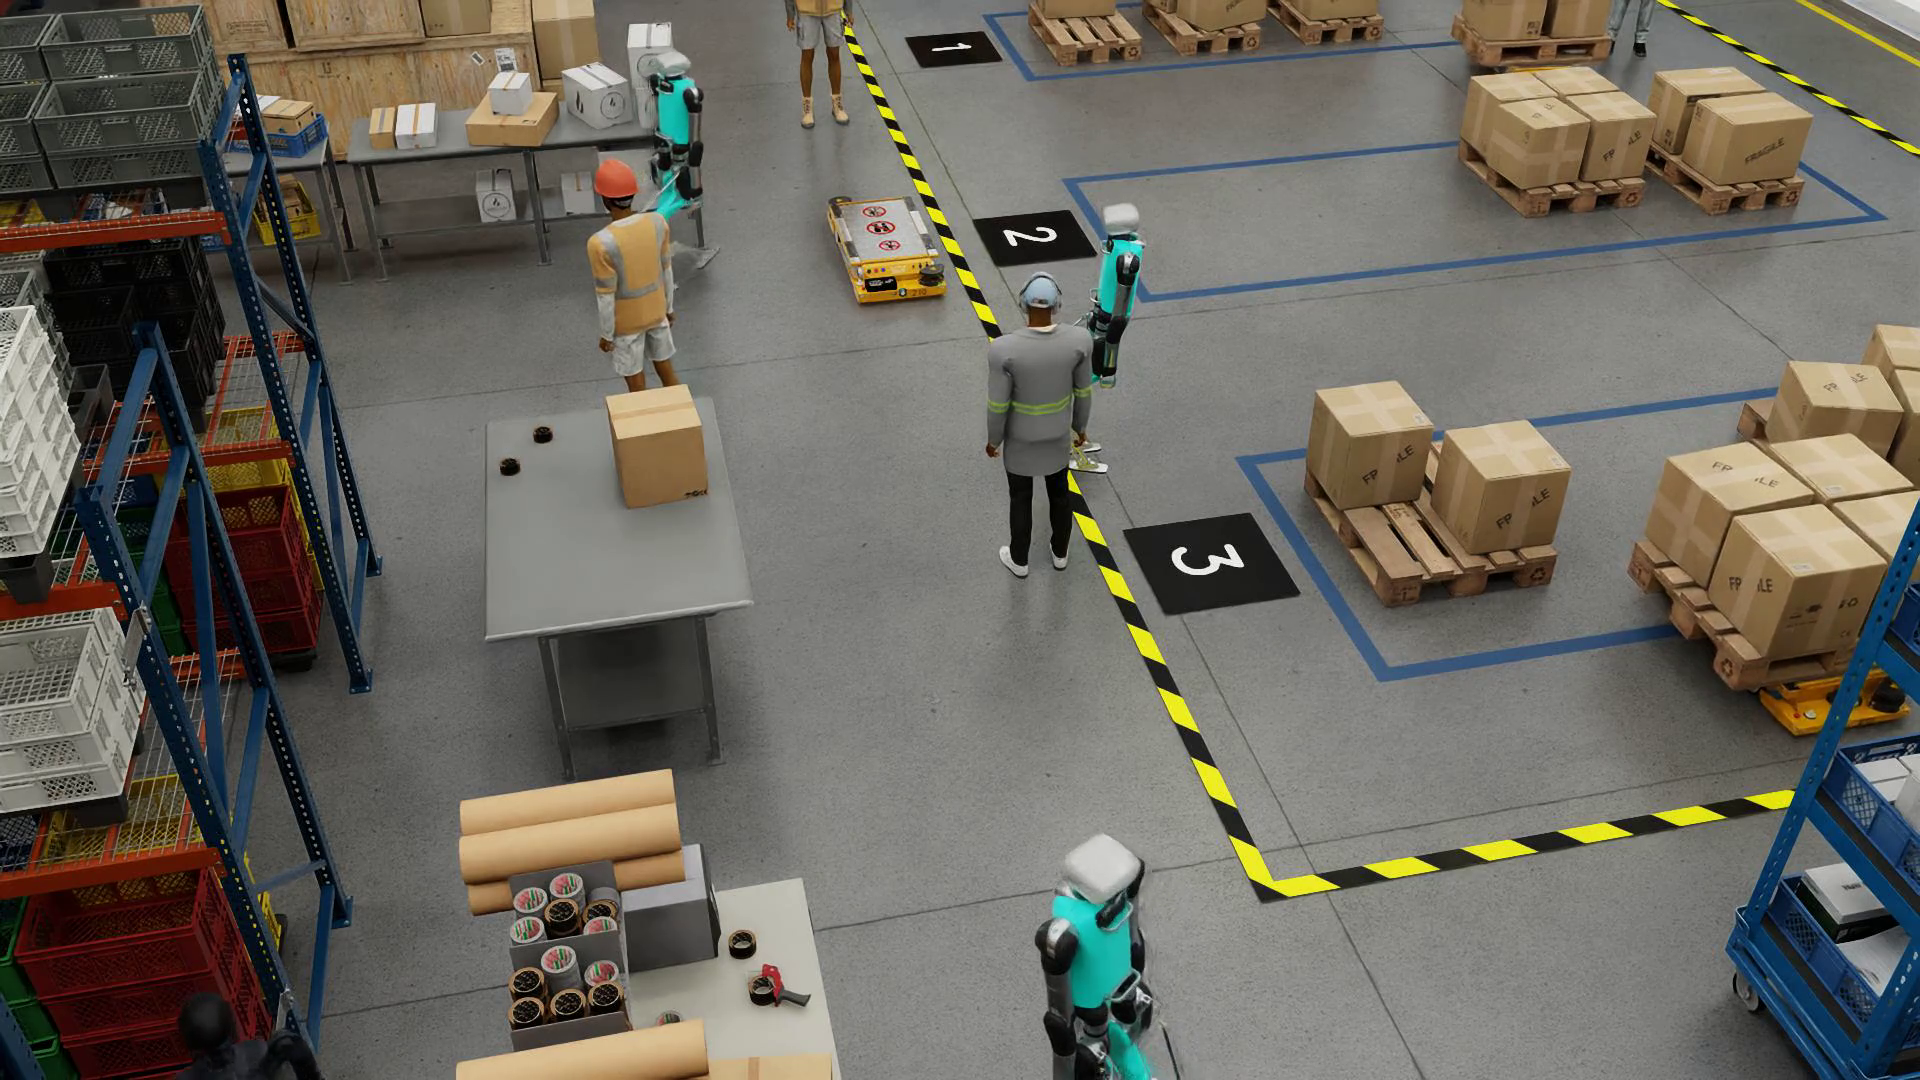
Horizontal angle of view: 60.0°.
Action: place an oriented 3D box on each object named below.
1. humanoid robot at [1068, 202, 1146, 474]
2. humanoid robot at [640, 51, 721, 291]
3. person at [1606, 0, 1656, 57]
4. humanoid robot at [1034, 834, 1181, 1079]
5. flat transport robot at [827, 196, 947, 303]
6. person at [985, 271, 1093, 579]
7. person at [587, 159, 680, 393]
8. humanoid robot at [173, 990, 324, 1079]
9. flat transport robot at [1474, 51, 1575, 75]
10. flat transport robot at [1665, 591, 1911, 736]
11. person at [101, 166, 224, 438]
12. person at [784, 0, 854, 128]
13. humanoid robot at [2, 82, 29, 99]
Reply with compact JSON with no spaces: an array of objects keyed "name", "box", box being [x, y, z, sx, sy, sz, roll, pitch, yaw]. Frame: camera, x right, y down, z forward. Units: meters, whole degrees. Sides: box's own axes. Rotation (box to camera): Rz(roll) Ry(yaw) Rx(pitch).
[{"name":"humanoid robot","box":[0.682,-1.174,9.785,0.735,1.681,0.533,-1,37,-1]},{"name":"humanoid robot","box":[-2.109,-2.501,11.684,0.976,1.734,0.543,-28,45,-32]},{"name":"person","box":[6.452,-5.454,15.583,0.586,1.822,0.404,8,37,11]},{"name":"humanoid robot","box":[0.635,1.885,5.881,0.752,1.882,0.543,24,43,29]},{"name":"flat transport robot","box":[-0.570,-2.220,12.538,0.659,0.231,1.431,-8,37,-10]},{"name":"person","box":[0.414,-0.624,9.066,0.597,1.850,0.397,-9,38,-12]},{"name":"person","box":[-1.956,-1.357,9.981,0.546,1.936,0.376,-31,46,-34]},{"name":"humanoid robot","box":[-2.396,2.083,5.591,0.604,1.635,0.709,-24,43,-29]},{"name":"flat transport robot","box":[5.315,-4.482,15.555,0.652,0.197,1.431,-5,37,-6]},{"name":"flat transport robot","box":[4.348,0.462,8.909,0.652,0.197,1.431,-8,37,-10]},{"name":"person","box":[-4.935,-1.464,10.211,0.506,1.835,0.336,29,45,33]},{"name":"person","box":[-1.193,-4.535,14.164,0.606,2.045,0.374,-8,37,-11]},{"name":"humanoid robot","box":[-7.278,-3.497,12.910,0.735,1.677,0.533,-18,40,-23]}]
